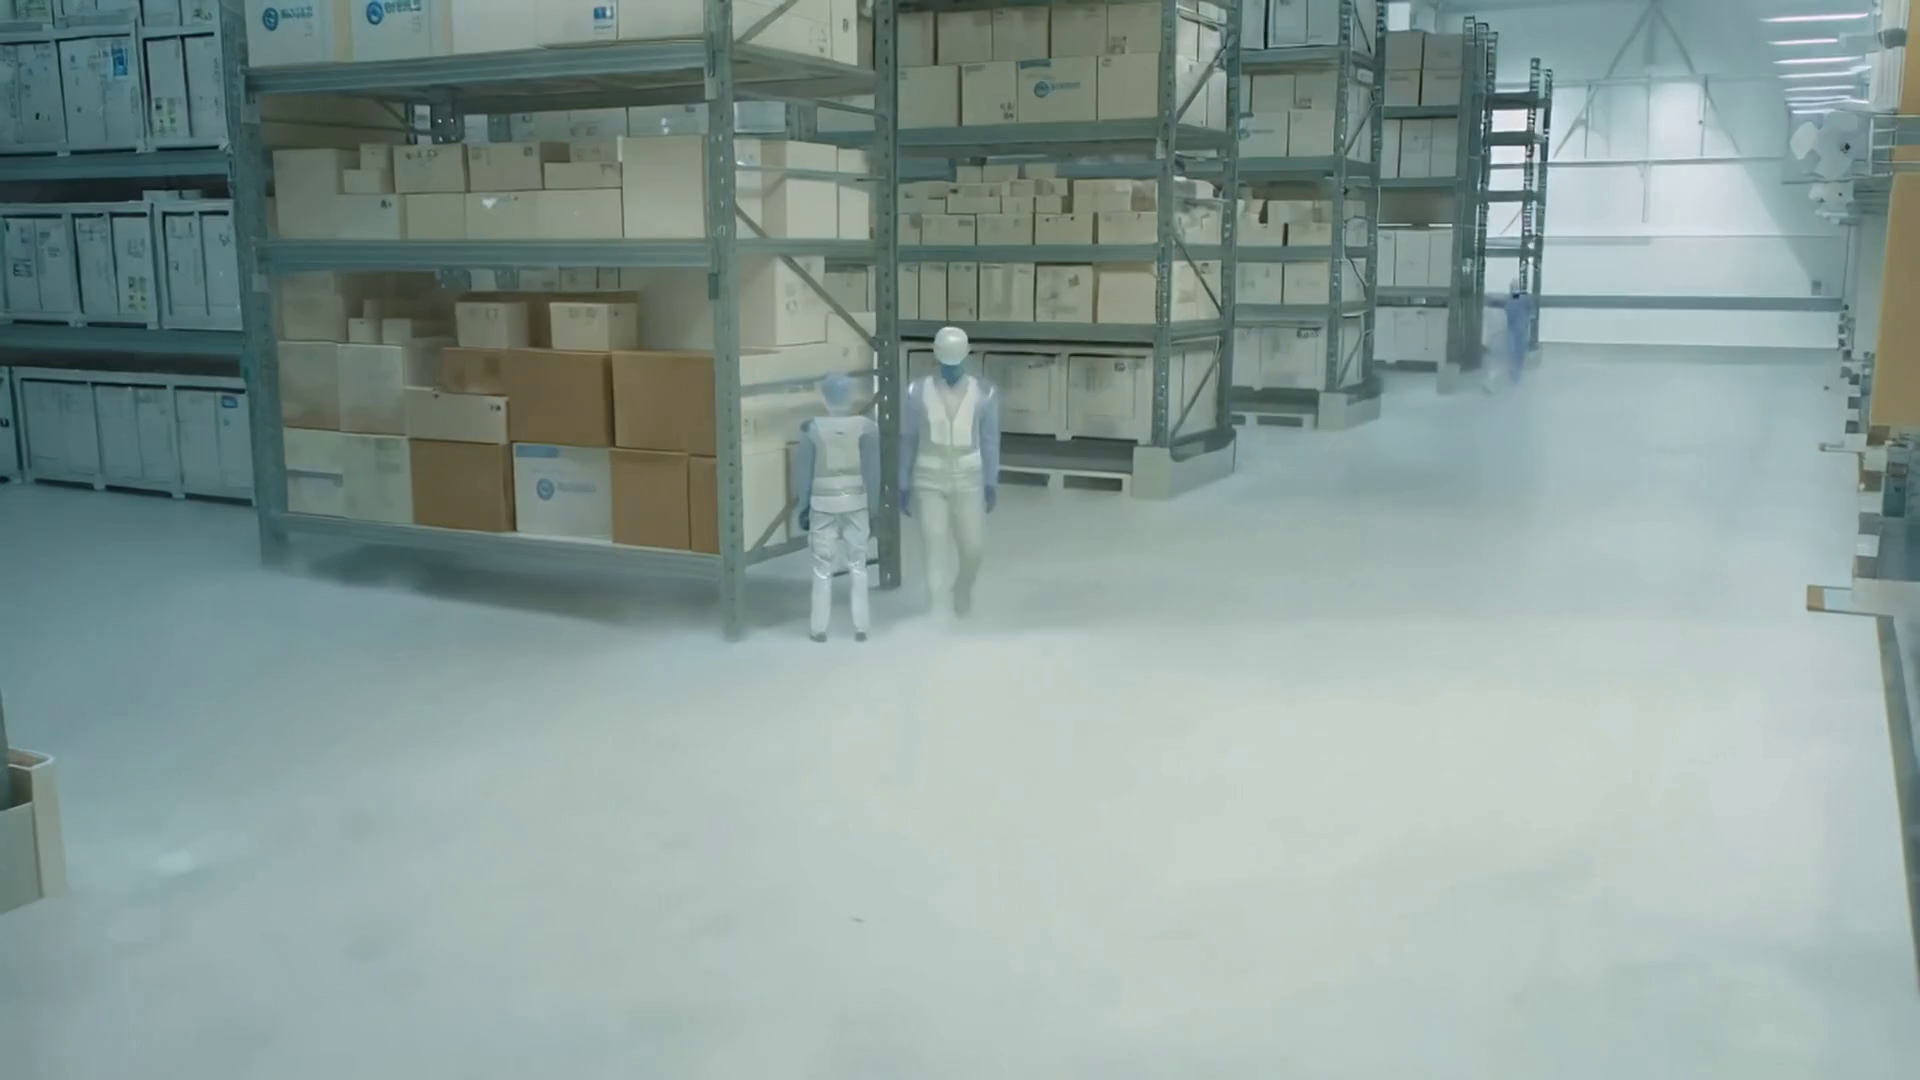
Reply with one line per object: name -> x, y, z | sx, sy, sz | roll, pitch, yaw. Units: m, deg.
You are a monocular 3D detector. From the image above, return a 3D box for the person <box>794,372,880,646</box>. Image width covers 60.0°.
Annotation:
person -> -0.724, -0.176, 9.885 | 0.517, 1.632, 0.315 | -3, 10, -14

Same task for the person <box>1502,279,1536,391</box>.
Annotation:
person -> 9.448, -3.482, 28.304 | 0.623, 1.876, 1.077 | 4, 11, 23

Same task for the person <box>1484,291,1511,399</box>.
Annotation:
person -> 8.564, -3.097, 26.506 | 0.366, 1.723, 0.499 | -4, 10, -21

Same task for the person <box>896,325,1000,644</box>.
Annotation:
person -> -0.072, -0.339, 9.996 | 0.626, 1.913, 0.531 | -1, 10, -4

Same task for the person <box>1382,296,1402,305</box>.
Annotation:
person -> 8.639, -4.328, 33.270 | 1.011, 1.864, 0.633 | 5, 11, 29

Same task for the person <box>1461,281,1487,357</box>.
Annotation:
person -> 11.539, -4.993, 37.549 | 0.593, 1.698, 0.903 | -5, 11, -25

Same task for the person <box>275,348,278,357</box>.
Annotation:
person -> -7.817, -1.768, 18.630 | 0.956, 1.793, 0.640 | 6, 11, 30
